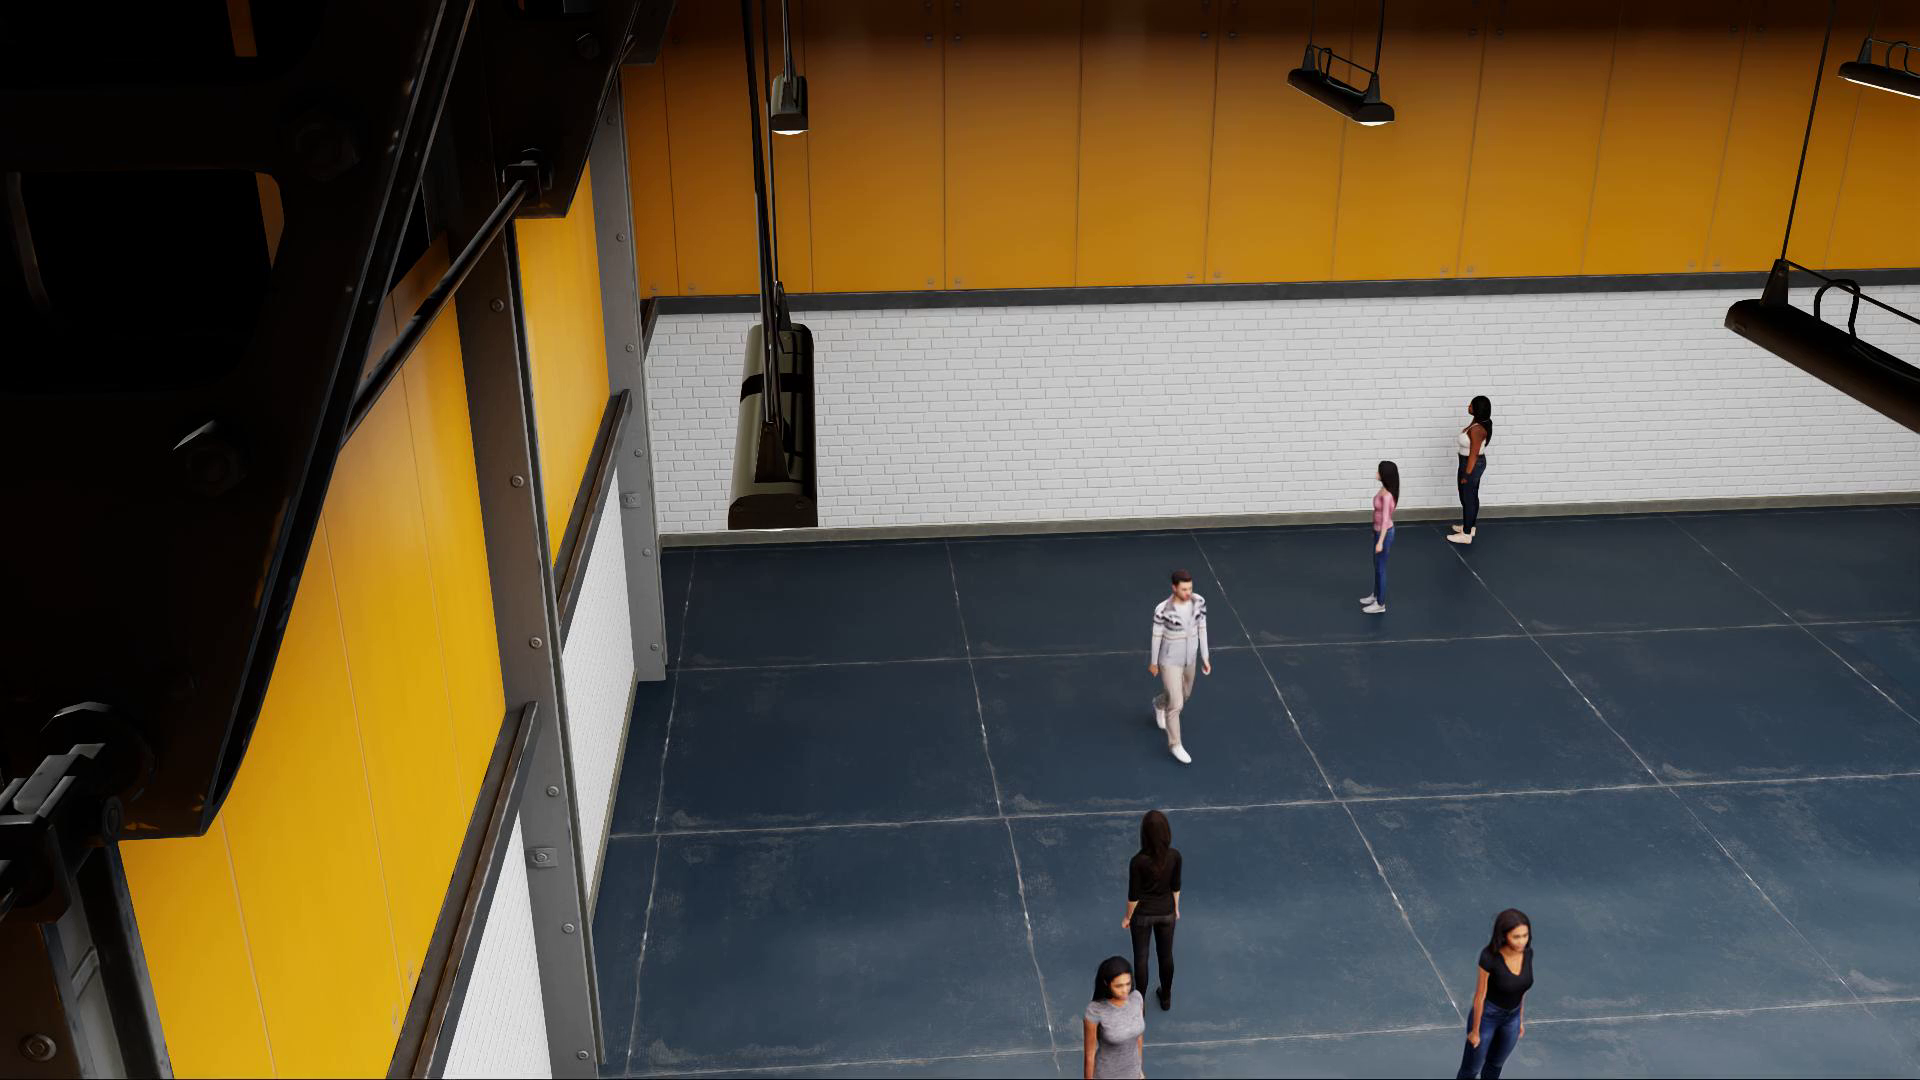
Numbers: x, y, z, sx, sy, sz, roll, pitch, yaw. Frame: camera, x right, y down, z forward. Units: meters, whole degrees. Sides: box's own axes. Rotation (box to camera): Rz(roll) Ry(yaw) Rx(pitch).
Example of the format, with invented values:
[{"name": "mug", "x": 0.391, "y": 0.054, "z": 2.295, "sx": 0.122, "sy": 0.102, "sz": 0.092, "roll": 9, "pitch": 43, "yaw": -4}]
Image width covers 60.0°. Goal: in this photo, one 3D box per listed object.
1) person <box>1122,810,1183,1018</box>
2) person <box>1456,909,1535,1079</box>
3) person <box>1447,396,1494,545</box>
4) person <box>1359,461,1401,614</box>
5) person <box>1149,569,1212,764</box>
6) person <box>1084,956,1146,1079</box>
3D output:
[{"name": "person", "x": 1.386, "y": 2.672, "z": 11.890, "sx": 0.618, "sy": 1.640, "sz": 0.559, "roll": -7, "pitch": 24, "yaw": -15}, {"name": "person", "x": 3.459, "y": 3.112, "z": 10.761, "sx": 0.619, "sy": 1.738, "sz": 0.613, "roll": -8, "pitch": 25, "yaw": -18}, {"name": "person", "x": 6.094, "y": -0.822, "z": 19.750, "sx": 0.803, "sy": 1.747, "sz": 0.712, "roll": 12, "pitch": 26, "yaw": 25}, {"name": "person", "x": 4.571, "y": -0.050, "z": 17.991, "sx": 0.686, "sy": 1.741, "sz": 0.534, "roll": 4, "pitch": 24, "yaw": 10}, {"name": "person", "x": 1.966, "y": 1.058, "z": 15.326, "sx": 0.968, "sy": 1.846, "sz": 1.204, "roll": -13, "pitch": 27, "yaw": -27}, {"name": "person", "x": 0.935, "y": 3.315, "z": 10.244, "sx": 0.665, "sy": 1.781, "sz": 0.658, "roll": -13, "pitch": 27, "yaw": -27}]
